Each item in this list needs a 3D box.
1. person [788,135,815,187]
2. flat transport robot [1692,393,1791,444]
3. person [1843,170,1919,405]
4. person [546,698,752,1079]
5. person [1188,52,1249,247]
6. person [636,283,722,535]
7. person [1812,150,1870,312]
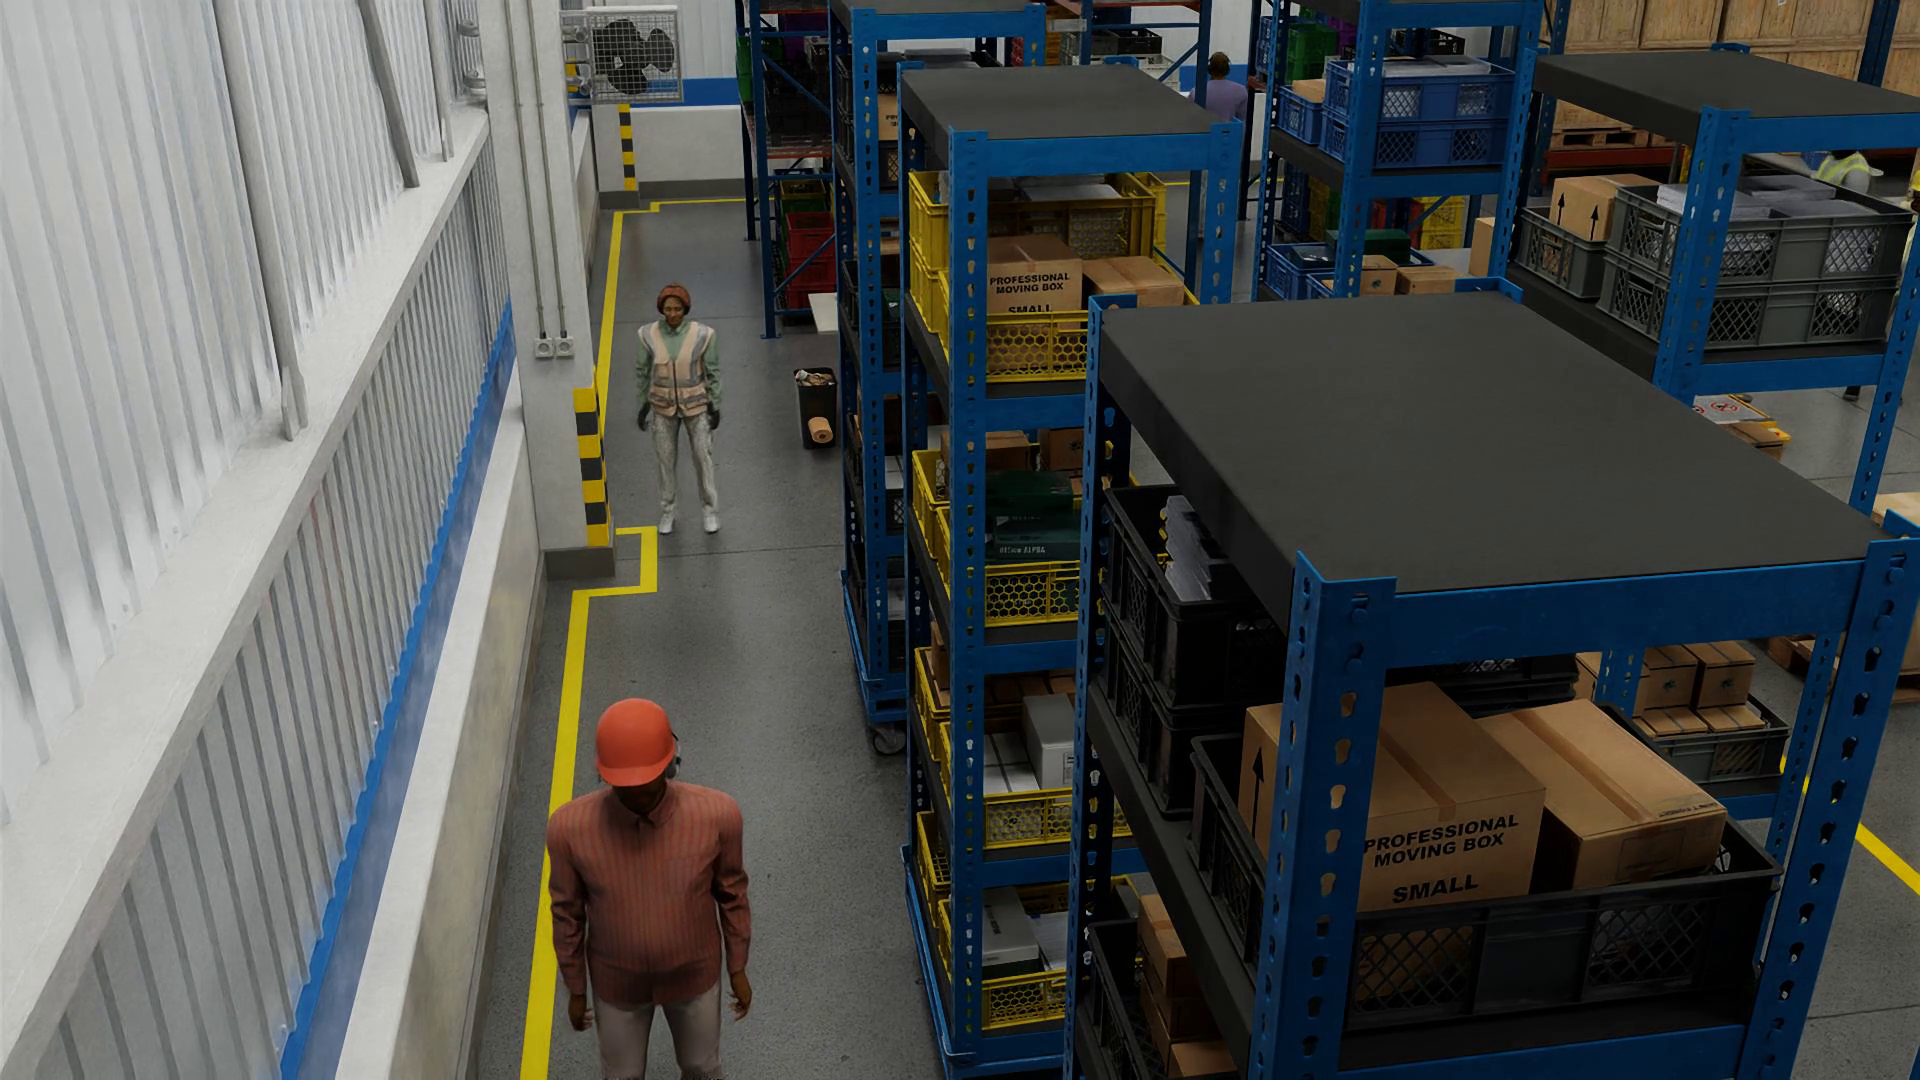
[{"bbox_3d":[-1.784,-4.858,18.929,0.575,1.875,0.340,18,30,34],"label":"person"},{"bbox_3d":[5.224,-0.859,12.132,1.431,0.197,0.652,-4,25,-8],"label":"flat transport robot"},{"bbox_3d":[7.149,-1.927,12.598,0.591,1.834,0.404,11,27,22],"label":"person"},{"bbox_3d":[-0.953,1.368,5.246,0.612,1.994,0.395,-5,25,-10],"label":"person"},{"bbox_3d":[2.584,-3.961,16.895,0.627,1.941,0.371,-4,25,-8],"label":"person"},{"bbox_3d":[-1.748,-0.814,10.417,0.523,1.635,0.313,0,25,0],"label":"person"},{"bbox_3d":[7.371,-2.630,14.130,0.430,1.843,0.665,3,25,7],"label":"person"}]
